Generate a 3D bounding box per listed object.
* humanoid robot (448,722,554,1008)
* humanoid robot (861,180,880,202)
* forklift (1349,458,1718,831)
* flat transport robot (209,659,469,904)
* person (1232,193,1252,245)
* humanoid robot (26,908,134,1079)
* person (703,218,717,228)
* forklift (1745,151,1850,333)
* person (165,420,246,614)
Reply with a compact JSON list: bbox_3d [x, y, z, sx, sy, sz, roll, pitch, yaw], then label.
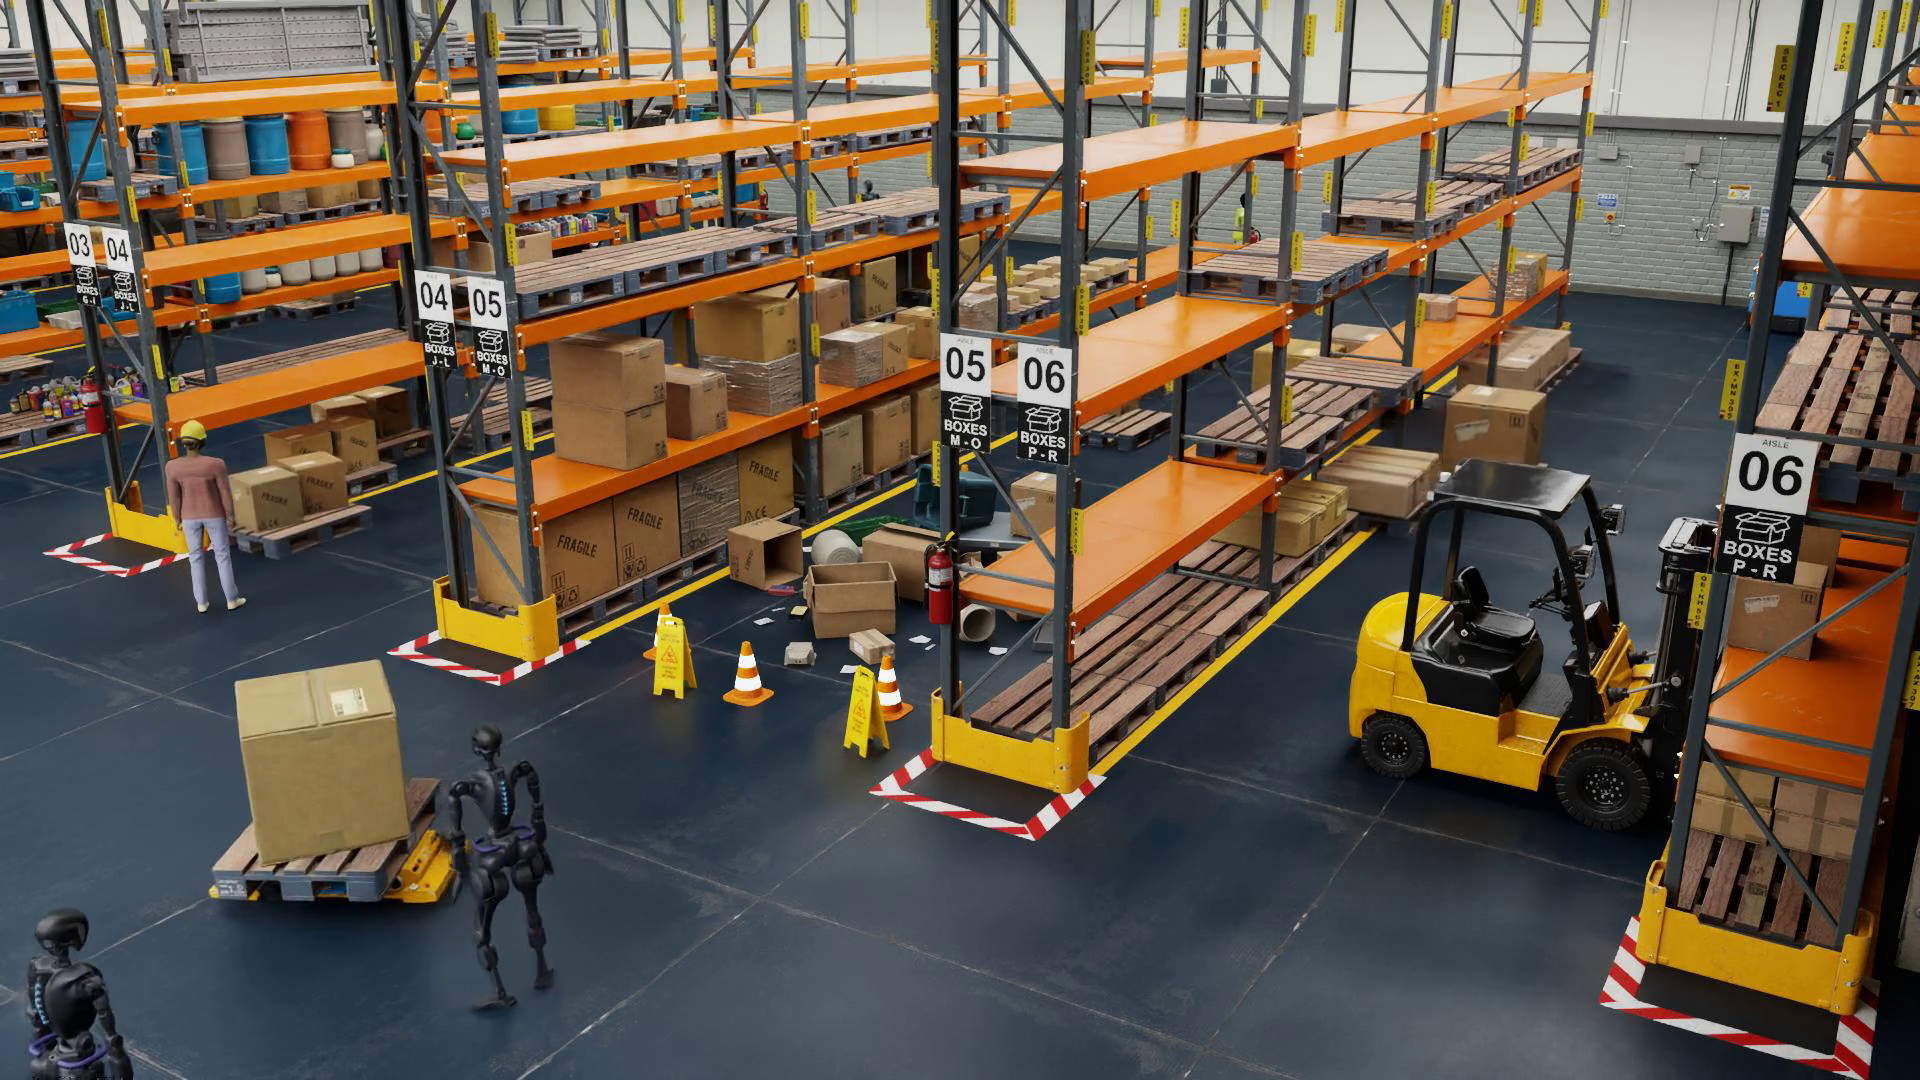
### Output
[{"bbox_3d":[-2.538,1.795,9.261,0.590,1.639,0.369,-17,25,-39],"label":"humanoid robot"},{"bbox_3d":[-1.720,-6.158,32.323,0.603,1.630,0.759,-10,21,-26],"label":"humanoid robot"},{"bbox_3d":[3.988,0.658,11.776,2.313,2.155,1.214,11,22,29],"label":"forklift"},{"bbox_3d":[-3.957,2.073,10.622,1.431,0.231,0.659,0,19,1],"label":"flat transport robot"},{"bbox_3d":[5.134,-5.478,30.278,0.319,1.689,0.538,-2,19,-6],"label":"person"},{"bbox_3d":[-3.946,2.403,7.502,0.609,1.647,0.326,9,21,25],"label":"humanoid robot"},{"bbox_3d":[-5.243,-7.062,34.863,0.491,1.688,0.349,-6,20,-17],"label":"person"},{"bbox_3d":[13.620,-4.667,26.137,1.873,2.768,1.129,11,22,29],"label":"forklift"},{"bbox_3d":[-6.781,-0.209,14.927,0.530,1.767,0.326,-4,19,-11],"label":"person"}]
